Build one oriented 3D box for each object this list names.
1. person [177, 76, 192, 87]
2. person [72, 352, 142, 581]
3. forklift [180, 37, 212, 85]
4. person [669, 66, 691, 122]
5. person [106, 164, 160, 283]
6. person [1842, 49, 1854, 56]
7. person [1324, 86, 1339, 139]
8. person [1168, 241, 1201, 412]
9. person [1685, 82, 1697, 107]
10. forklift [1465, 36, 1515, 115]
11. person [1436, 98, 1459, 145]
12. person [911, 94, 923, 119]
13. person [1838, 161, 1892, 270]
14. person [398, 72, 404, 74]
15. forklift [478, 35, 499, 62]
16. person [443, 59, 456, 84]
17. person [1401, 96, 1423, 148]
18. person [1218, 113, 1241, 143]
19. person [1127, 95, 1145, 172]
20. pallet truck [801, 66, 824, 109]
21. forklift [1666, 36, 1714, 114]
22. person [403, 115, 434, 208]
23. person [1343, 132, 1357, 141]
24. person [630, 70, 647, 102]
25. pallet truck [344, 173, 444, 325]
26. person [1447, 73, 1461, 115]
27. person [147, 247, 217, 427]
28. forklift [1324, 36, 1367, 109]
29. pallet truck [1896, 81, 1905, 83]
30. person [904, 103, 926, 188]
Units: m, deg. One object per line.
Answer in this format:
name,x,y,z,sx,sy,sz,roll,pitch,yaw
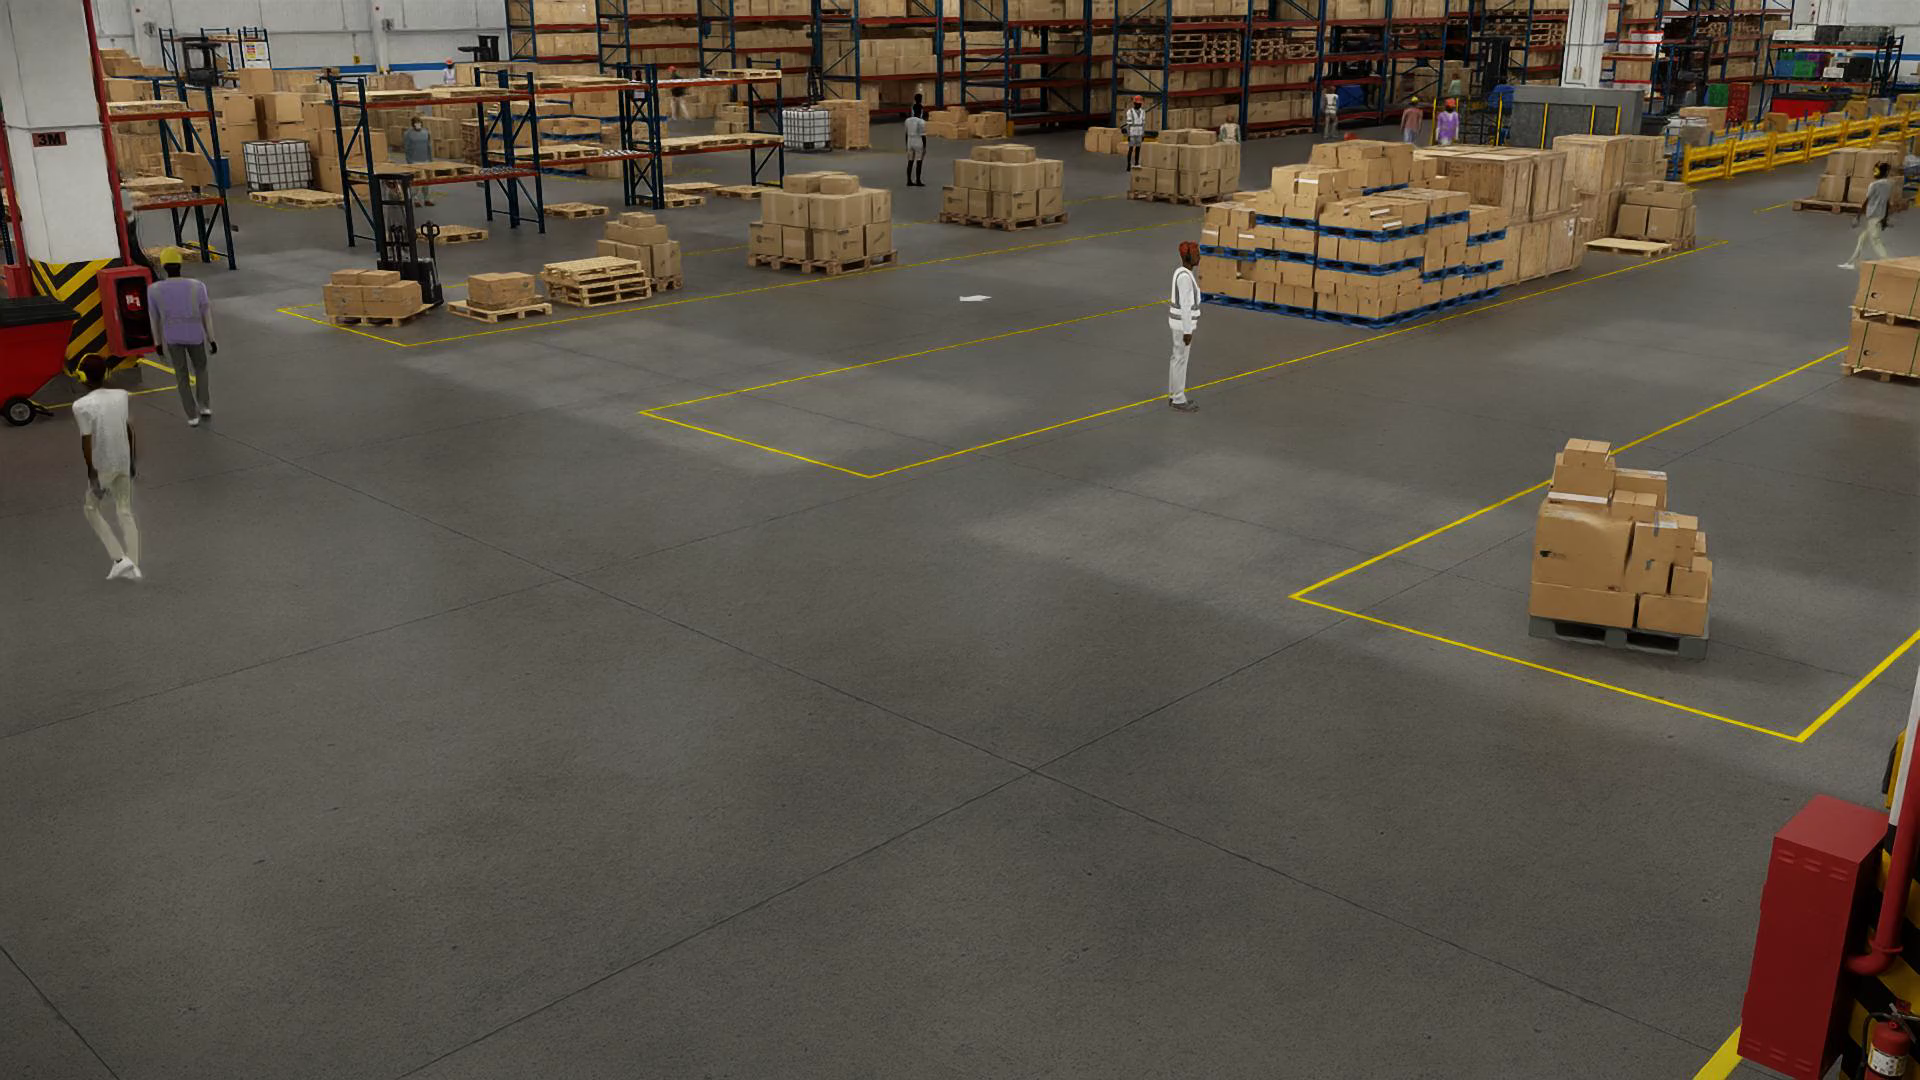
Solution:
person,-24.553,-13.754,52.752,0.636,1.903,0.997,-12,22,-31
person,-6.708,-0.572,13.110,0.401,1.855,0.522,11,21,29
forklift,-27.997,-17.065,61.195,1.873,2.768,1.129,17,25,41
person,-9.850,-15.628,58.347,0.838,1.950,0.637,12,22,32
person,-12.884,-4.792,25.530,0.692,2.000,1.008,17,25,41
person,42.932,-22.996,80.612,0.623,1.900,0.984,-2,18,-7
person,11.712,-13.442,52.265,0.543,1.610,0.723,17,25,41
person,2.499,-2.372,18.488,0.354,1.883,0.573,1,18,2
person,23.770,-14.047,54.080,0.525,1.613,0.366,-10,21,-27
forklift,19.973,-17.201,61.605,1.873,2.768,1.129,16,24,40
person,12.337,-10.258,42.238,0.536,1.899,0.963,-4,19,-13
person,-1.227,-11.836,47.320,0.335,1.686,0.533,7,20,19
person,15.098,-5.316,27.466,0.539,1.825,0.972,-11,21,-30
person,-18.793,-14.917,56.384,0.839,1.819,0.621,9,21,26
forklift,-17.765,-17.698,63.104,1.129,2.768,1.873,17,25,41
person,-19.785,-17.719,64.679,0.549,1.918,0.757,-6,19,-17
person,12.270,-11.154,45.164,0.531,1.744,0.726,2,19,7
person,6.591,-9.624,40.746,0.550,1.620,0.407,-1,18,-2
person,4.528,-10.436,42.723,0.541,1.930,0.385,-9,21,-26
pallet truck,-4.812,-15.182,56.903,0.823,1.965,1.885,-9,21,-26
forklift,27.341,-17.291,61.877,1.129,2.768,1.873,17,25,41
person,-11.640,-8.152,35.815,0.353,1.936,0.635,17,25,41
person,7.569,-6.868,31.995,0.844,1.919,0.545,-7,19,-19
person,-10.831,-14.850,56.040,0.592,1.912,0.383,-14,23,-36
pallet truck,-8.209,-4.181,23.757,0.823,1.965,1.885,3,19,9
person,18.103,-16.298,60.900,0.533,1.587,0.860,-14,23,-37
person,-8.380,-2.210,17.958,0.622,1.900,0.751,-7,20,-21
forklift,14.570,-17.303,61.915,1.129,2.768,1.873,17,25,41
pallet truck,34.802,-16.331,61.455,0.653,1.274,1.630,17,25,41
person,-1.036,-9.333,39.357,0.606,1.956,0.377,13,22,33
